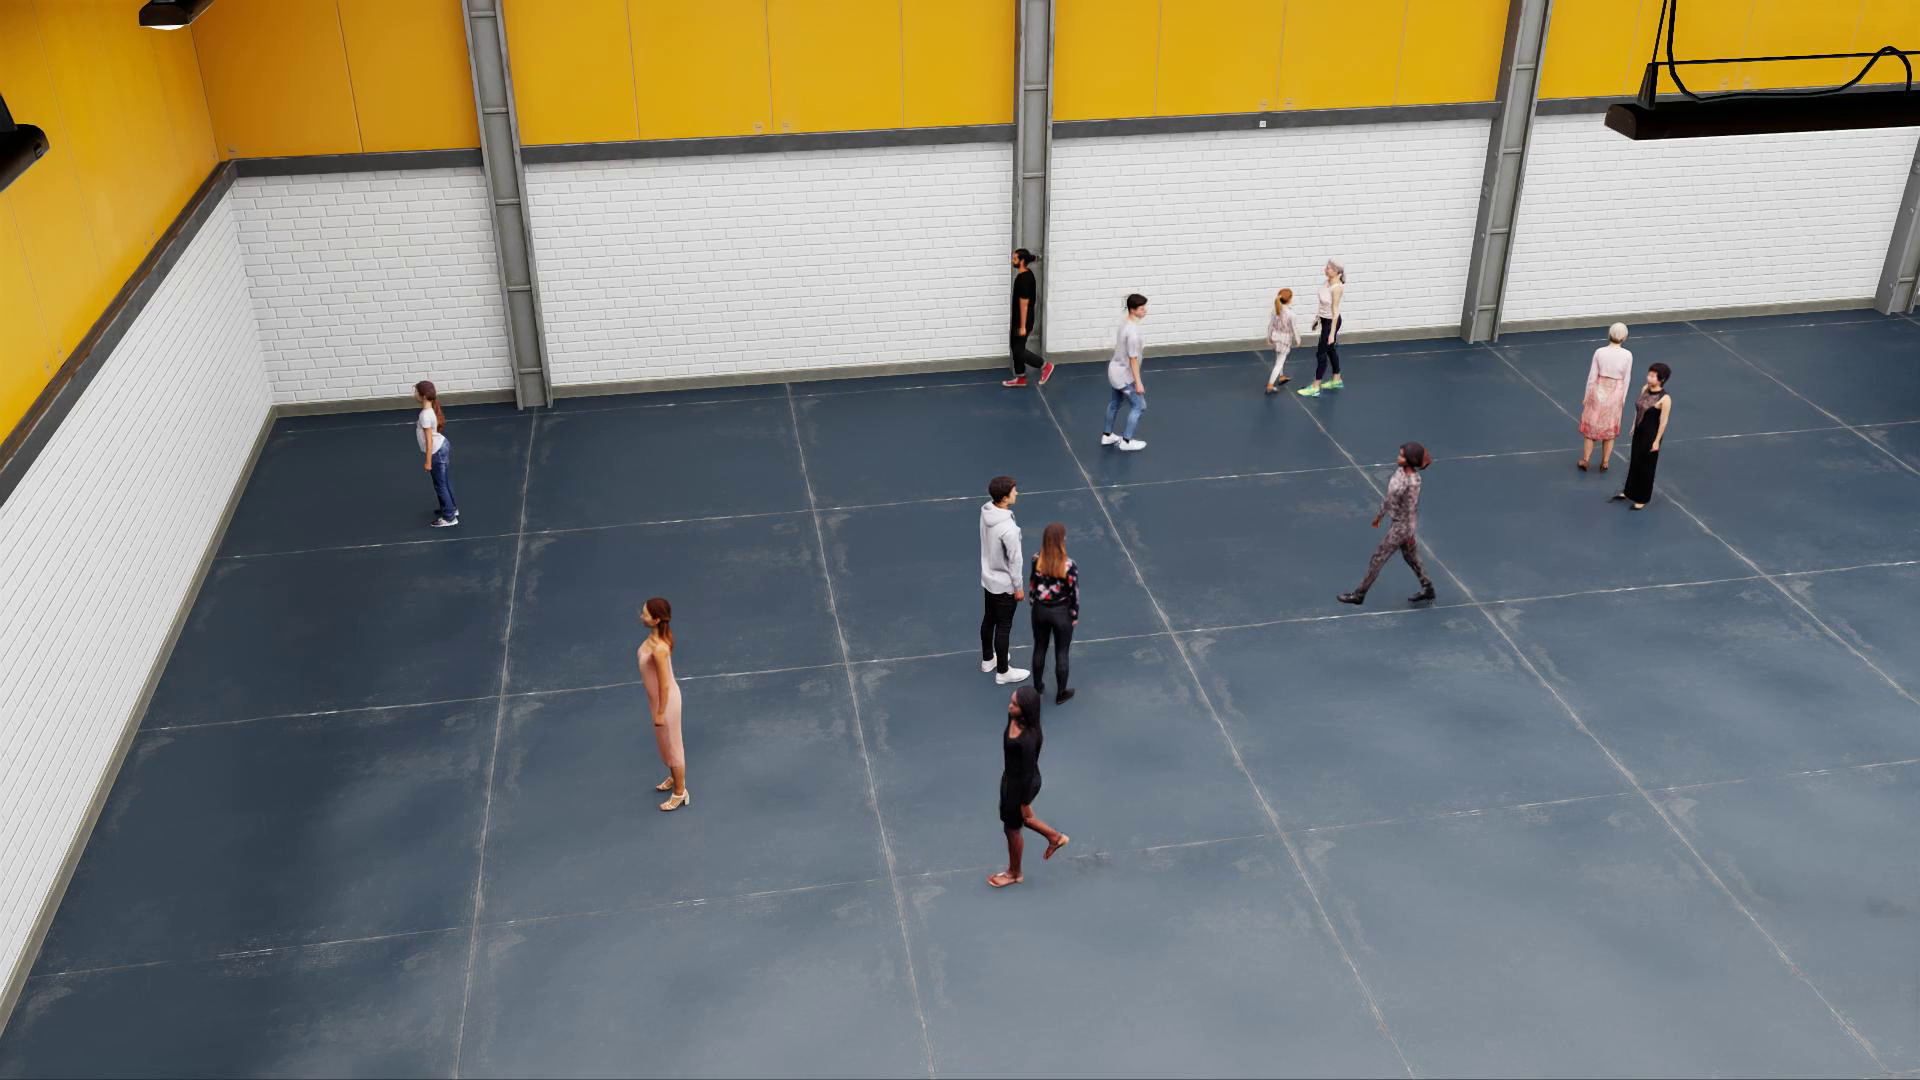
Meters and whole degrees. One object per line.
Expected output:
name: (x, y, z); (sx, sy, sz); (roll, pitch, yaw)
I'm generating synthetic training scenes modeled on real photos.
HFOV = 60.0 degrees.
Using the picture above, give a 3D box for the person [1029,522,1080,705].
person: (0.777, 0.607, 13.985); (0.613, 1.683, 0.715); (12, 31, 20)

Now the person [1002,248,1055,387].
person: (0.827, -2.616, 19.830); (0.871, 1.743, 0.692); (-2, 29, -3)

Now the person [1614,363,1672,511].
person: (7.098, -1.077, 17.156); (0.550, 1.602, 0.602); (-8, 30, -14)

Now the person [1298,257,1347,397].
person: (4.420, -2.545, 19.746); (0.844, 1.699, 0.668); (-1, 29, -2)

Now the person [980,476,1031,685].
person: (0.338, 0.327, 14.239); (0.729, 1.931, 0.757); (-16, 32, -27)

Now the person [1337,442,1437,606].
person: (4.148, -0.108, 15.320); (1.201, 1.660, 0.721); (0, 29, 0)

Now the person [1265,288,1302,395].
person: (3.808, -2.352, 19.820); (0.886, 1.289, 0.745); (-21, 35, -33)

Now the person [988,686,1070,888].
person: (0.513, 1.751, 11.864); (0.827, 1.706, 0.625); (-6, 29, -10)

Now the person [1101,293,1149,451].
person: (1.775, -1.819, 18.244); (0.681, 1.864, 0.687); (-8, 30, -14)

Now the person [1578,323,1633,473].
person: (6.946, -1.527, 17.889); (0.643, 1.690, 0.740); (7, 29, 13)

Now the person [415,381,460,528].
person: (-5.319, -0.899, 16.873); (0.556, 1.561, 0.557); (-1, 29, -2)

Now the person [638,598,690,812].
person: (-2.245, 1.234, 12.680); (0.510, 1.832, 0.582); (-6, 29, -11)
